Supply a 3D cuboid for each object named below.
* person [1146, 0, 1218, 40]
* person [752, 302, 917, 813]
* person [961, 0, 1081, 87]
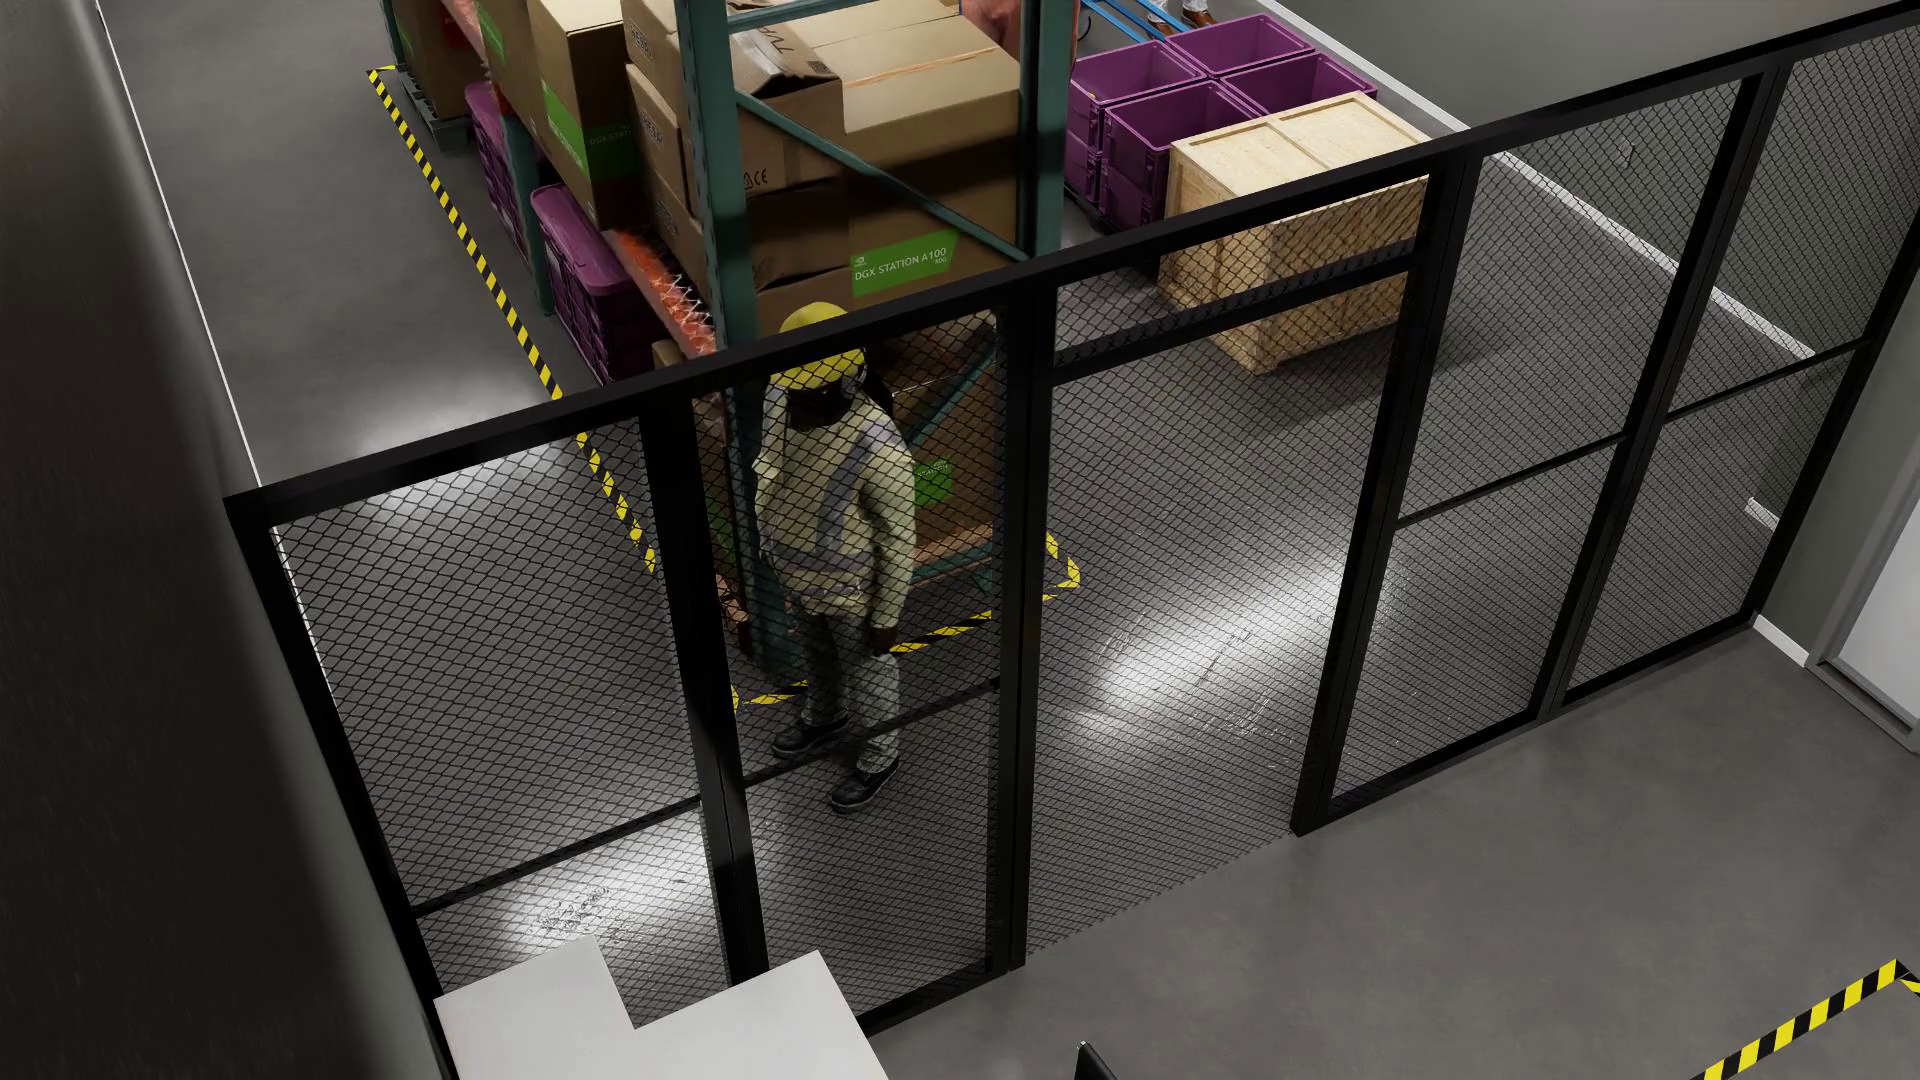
[{"bbox_3d":[1.287,-3.626,8.913,0.630,1.938,0.369,-20,46,-21],"label":"person"},{"bbox_3d":[-0.388,0.073,4.939,0.404,1.836,0.600,-30,50,-29],"label":"person"},{"bbox_3d":[0.226,-1.811,6.885,0.612,1.995,0.382,-32,51,-30],"label":"person"}]
